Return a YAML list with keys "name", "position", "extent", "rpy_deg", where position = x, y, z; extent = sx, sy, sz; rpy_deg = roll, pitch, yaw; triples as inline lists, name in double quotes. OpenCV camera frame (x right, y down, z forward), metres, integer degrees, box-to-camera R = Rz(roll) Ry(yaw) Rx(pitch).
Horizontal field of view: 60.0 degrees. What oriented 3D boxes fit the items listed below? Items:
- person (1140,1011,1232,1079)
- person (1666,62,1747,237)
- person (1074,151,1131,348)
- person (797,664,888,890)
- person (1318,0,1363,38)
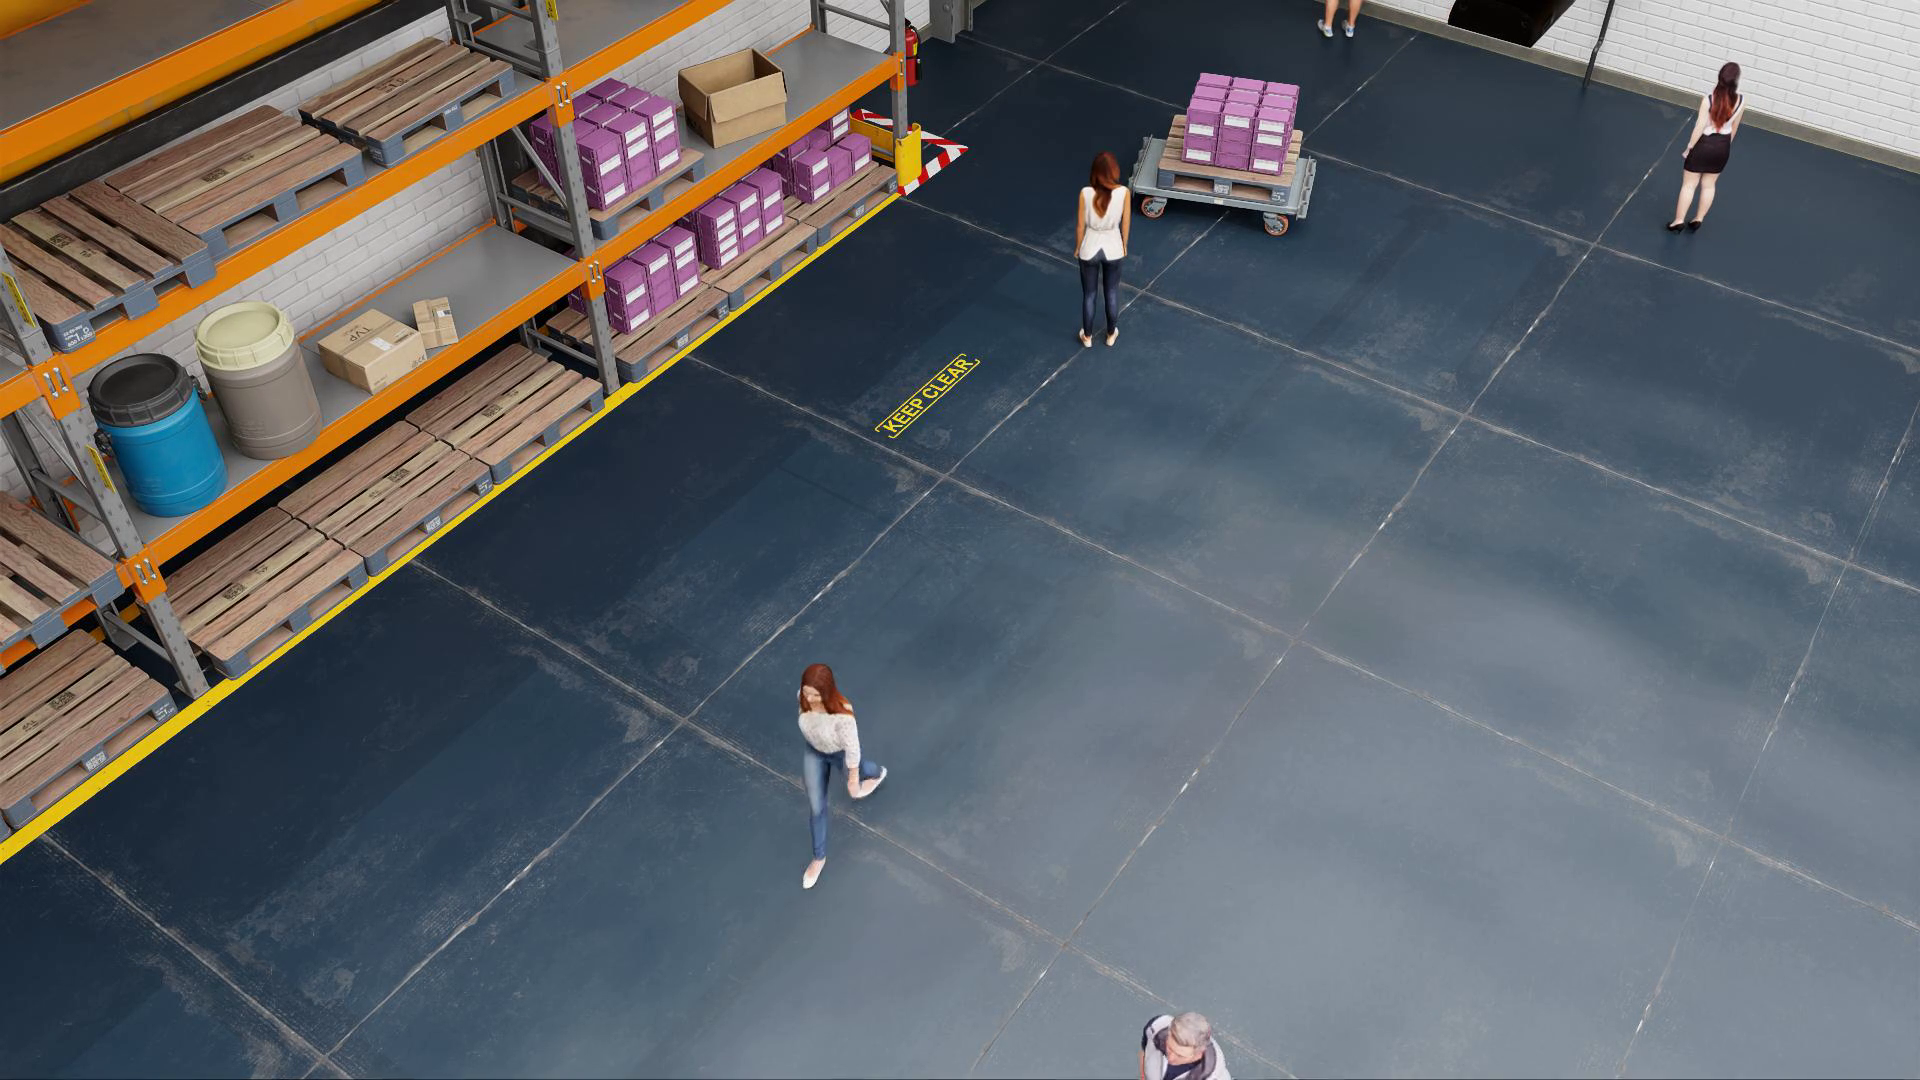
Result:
- name: "person"
  position: [1.124, 2.758, 8.121]
  extent: [0.698, 1.811, 0.752]
  rpy_deg: [-33, 53, -30]
- name: "person"
  position: [6.642, -3.459, 14.765]
  extent: [0.633, 1.648, 0.675]
  rpy_deg: [-2, 44, -2]
- name: "person"
  position: [1.150, -2.331, 13.481]
  extent: [0.665, 1.785, 0.690]
  rpy_deg: [1, 44, 1]
- name: "person"
  position: [-0.705, 1.202, 9.857]
  extent: [0.686, 1.668, 1.215]
  rpy_deg: [21, 48, 21]
- name: "person"
  position: [4.124, -6.197, 17.487]
  extent: [0.777, 1.858, 0.825]
  rpy_deg: [-5, 44, -5]
